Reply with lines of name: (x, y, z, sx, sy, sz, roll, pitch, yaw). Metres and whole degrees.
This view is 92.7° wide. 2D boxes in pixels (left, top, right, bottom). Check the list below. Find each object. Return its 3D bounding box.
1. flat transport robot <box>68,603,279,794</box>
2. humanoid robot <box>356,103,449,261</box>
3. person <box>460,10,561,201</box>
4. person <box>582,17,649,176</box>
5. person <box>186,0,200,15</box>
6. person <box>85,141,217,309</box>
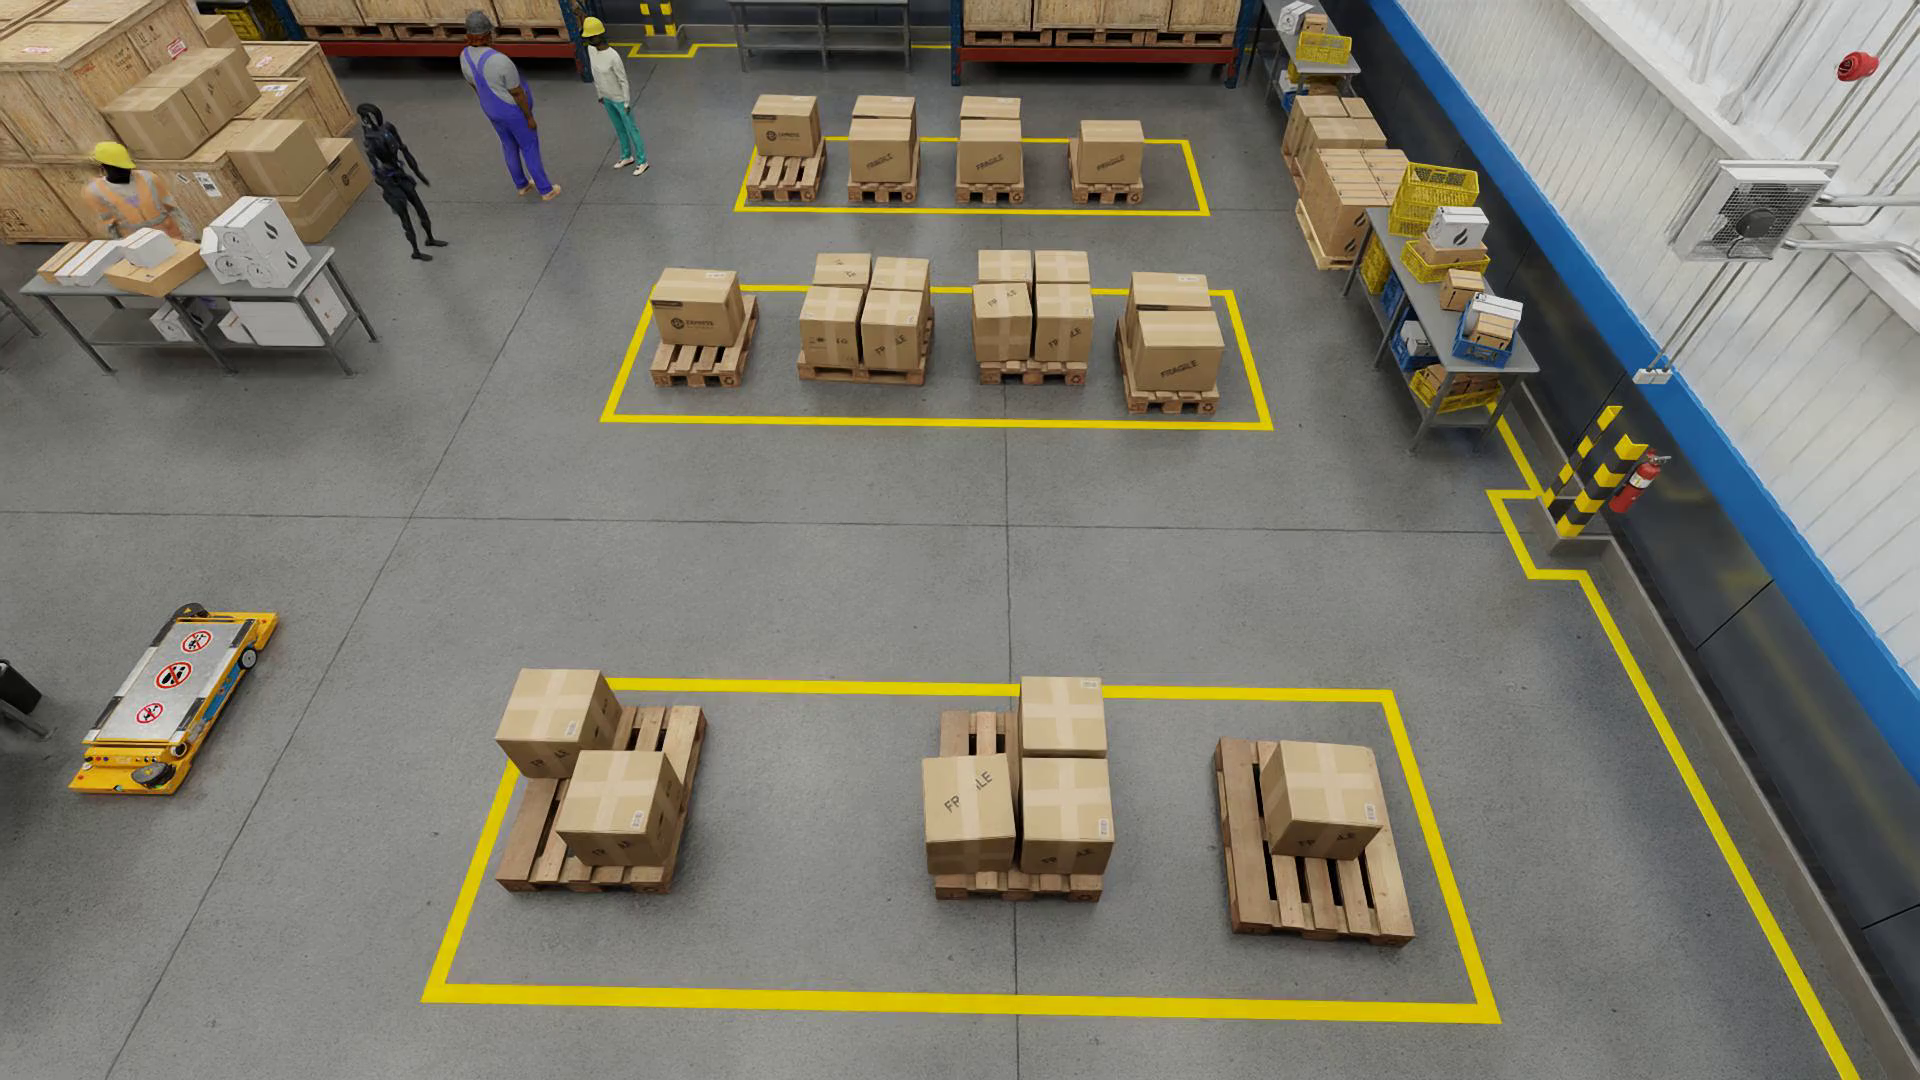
flat transport robot: (-5.504, 1.072, 6.442, 0.652, 0.197, 1.431, 1, 50, 1)
humanoid robot: (-5.886, -3.753, 9.618, 0.350, 1.646, 0.575, 5, 50, 4)
person: (-5.064, -4.870, 10.328, 0.682, 2.000, 0.536, 20, 53, 16)
person: (-4.073, -5.201, 10.785, 0.524, 1.769, 0.313, 27, 55, 21)
person: (-10.325, -6.932, 12.119, 0.430, 1.977, 0.605, 14, 51, 11)
person: (-7.637, -2.869, 8.737, 0.629, 1.879, 0.481, -37, 59, -27)
